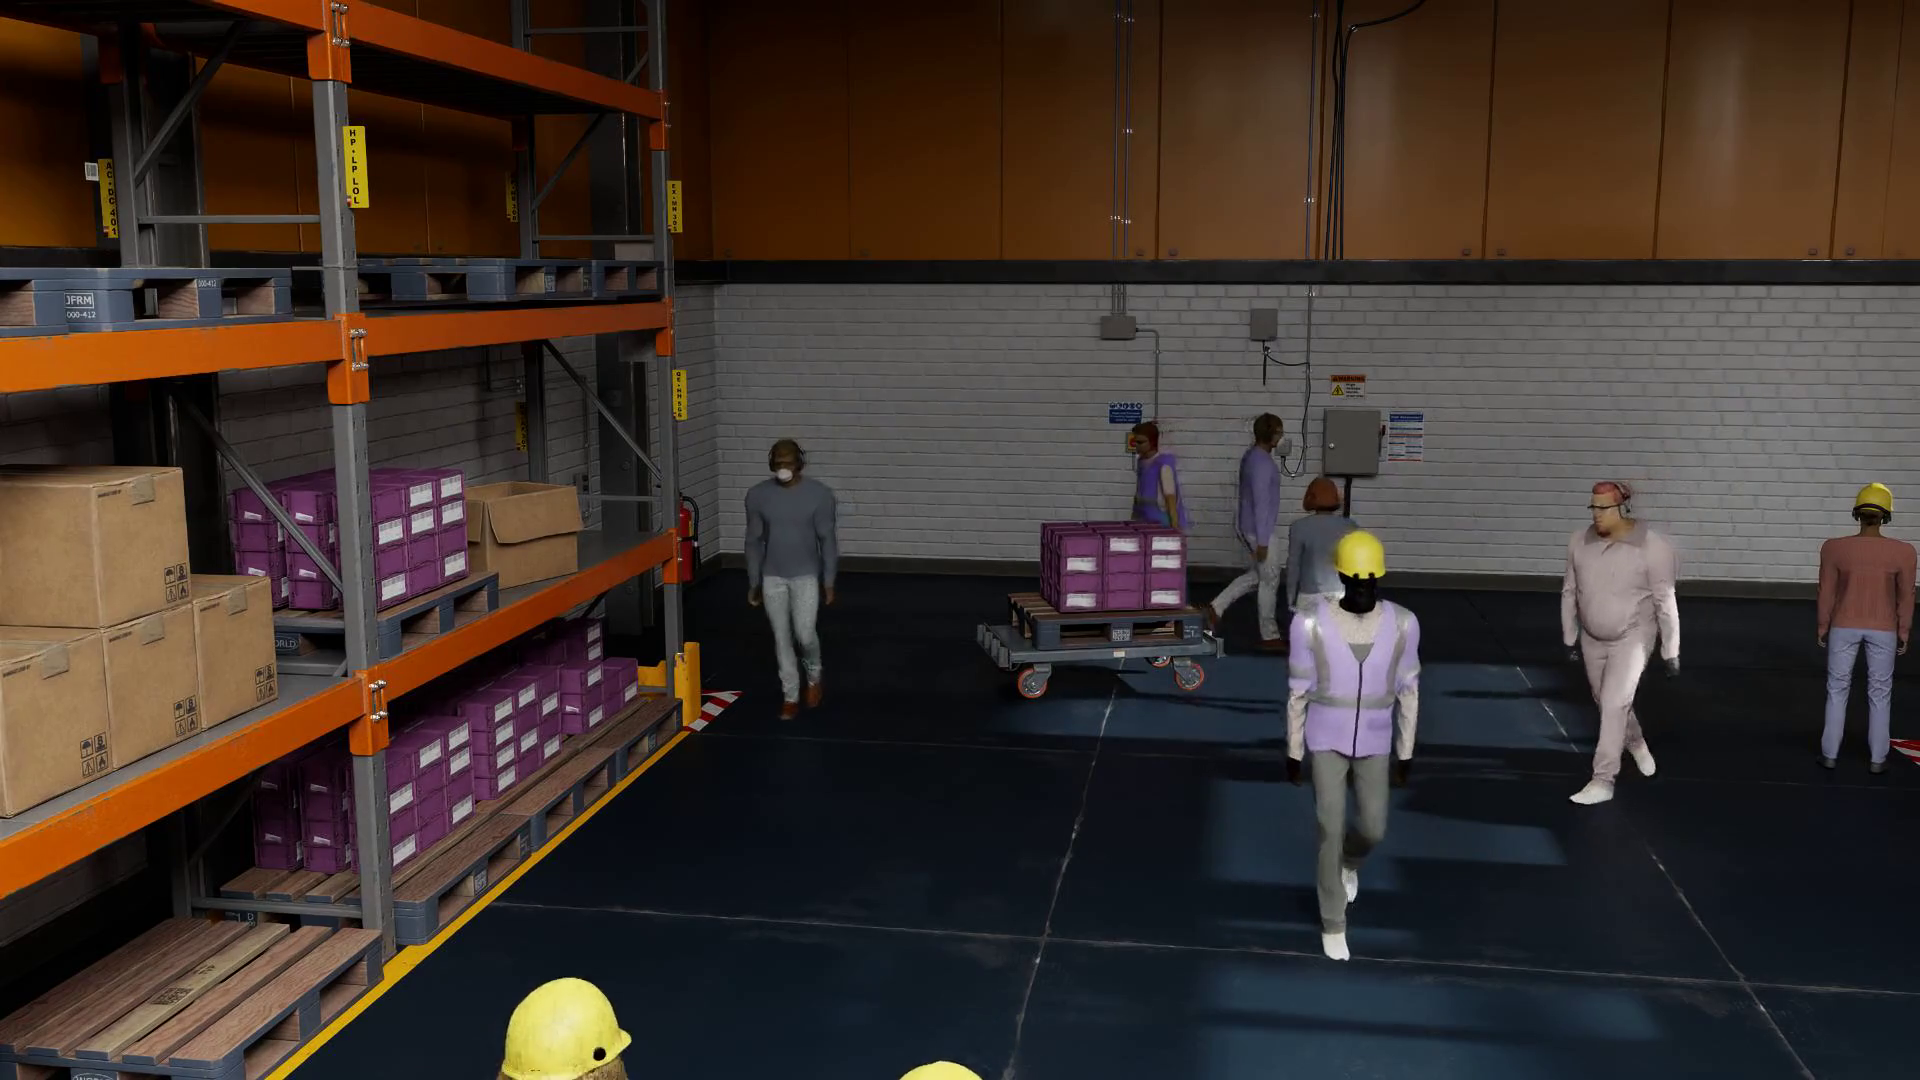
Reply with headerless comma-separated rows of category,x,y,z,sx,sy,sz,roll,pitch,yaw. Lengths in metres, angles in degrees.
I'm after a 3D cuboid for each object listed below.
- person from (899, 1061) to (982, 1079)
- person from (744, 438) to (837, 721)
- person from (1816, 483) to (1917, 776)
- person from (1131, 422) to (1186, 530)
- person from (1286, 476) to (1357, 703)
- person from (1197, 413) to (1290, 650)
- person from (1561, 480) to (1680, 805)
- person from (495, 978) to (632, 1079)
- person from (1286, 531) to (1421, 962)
person,-0.029,1.696,2.876,0.570,1.750,0.442,4,10,25
person,-1.148,0.260,11.246,0.631,1.919,0.457,2,9,11
person,5.444,0.537,10.029,0.525,1.769,0.312,5,10,26
person,1.557,-0.084,13.748,0.854,1.790,0.649,-2,9,-10
person,2.512,0.372,11.512,0.506,1.620,0.425,-1,9,-5
person,2.326,-0.059,13.231,0.717,1.924,0.639,0,9,-1
person,3.848,0.559,9.655,0.890,1.861,0.685,-6,11,-35
person,-0.783,1.677,3.119,0.489,1.716,0.668,6,11,33
person,1.755,0.878,7.518,0.590,1.910,0.661,0,9,1
